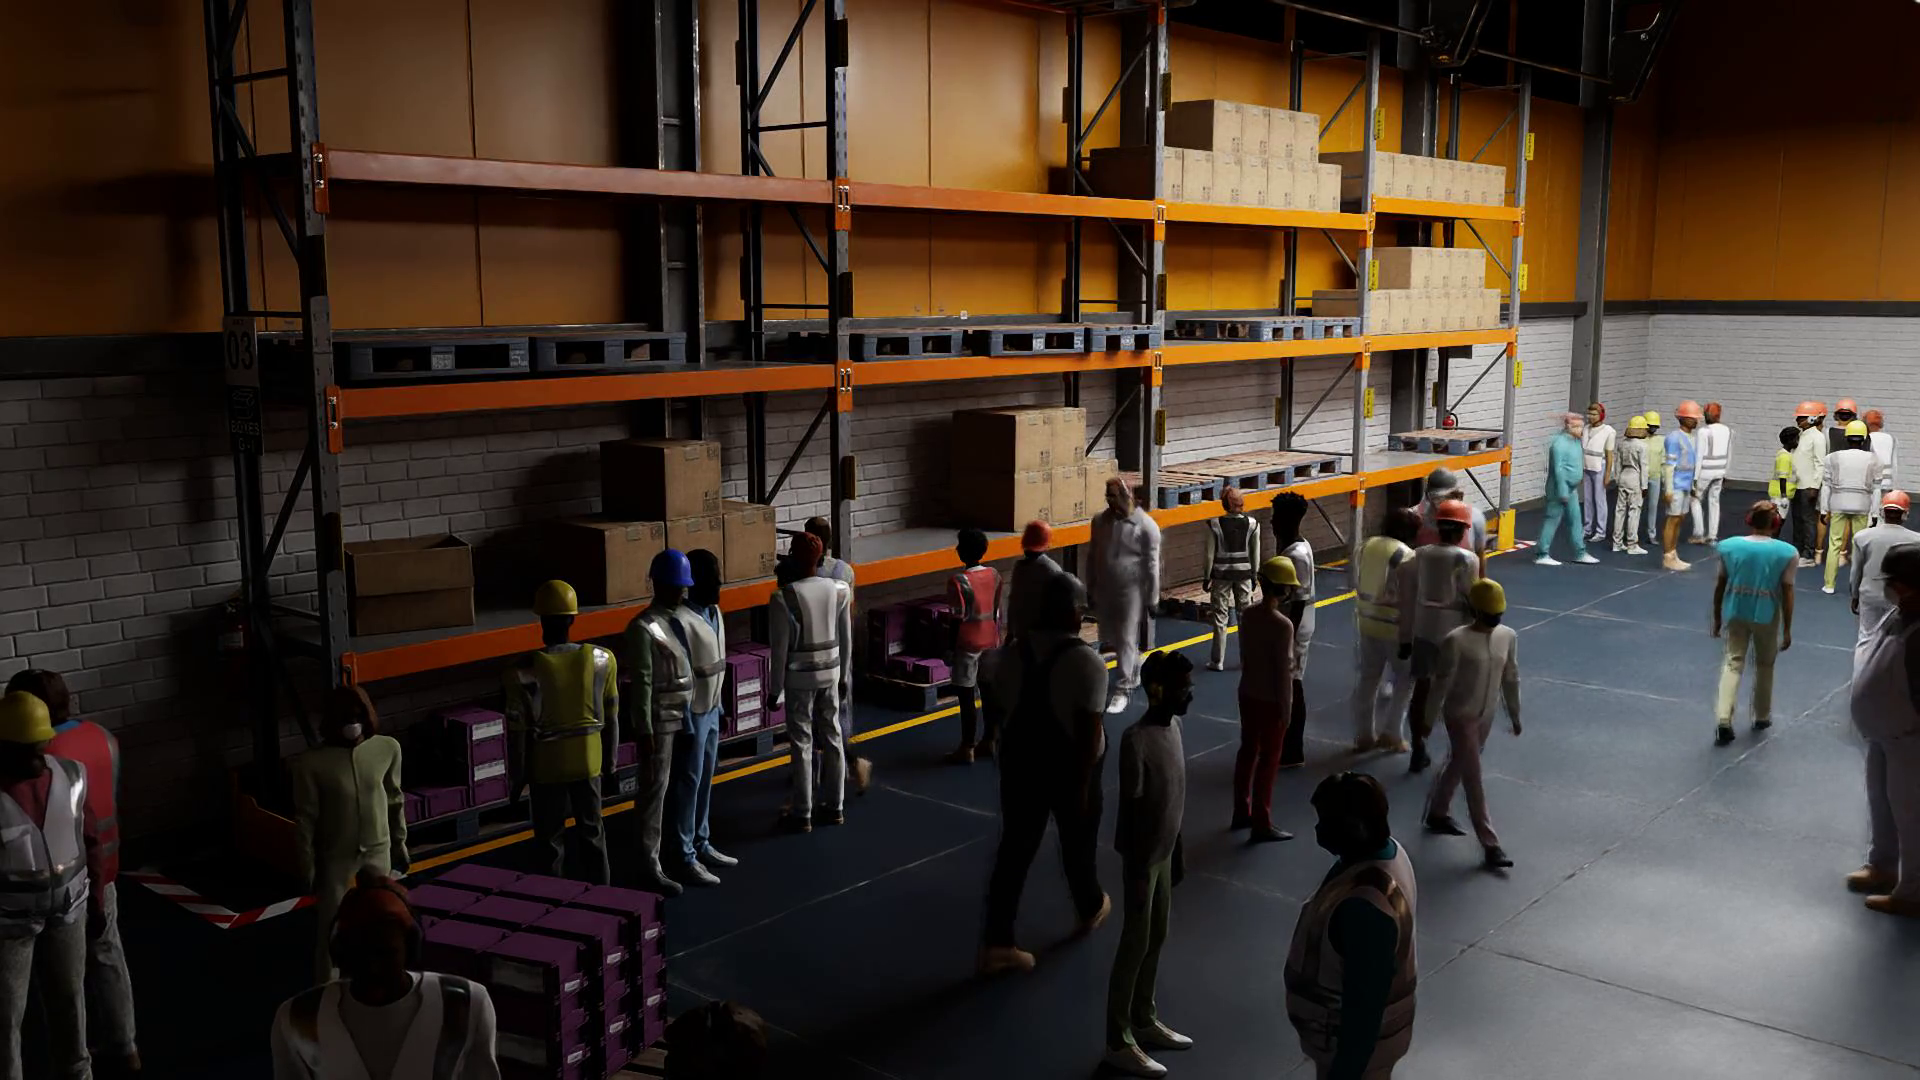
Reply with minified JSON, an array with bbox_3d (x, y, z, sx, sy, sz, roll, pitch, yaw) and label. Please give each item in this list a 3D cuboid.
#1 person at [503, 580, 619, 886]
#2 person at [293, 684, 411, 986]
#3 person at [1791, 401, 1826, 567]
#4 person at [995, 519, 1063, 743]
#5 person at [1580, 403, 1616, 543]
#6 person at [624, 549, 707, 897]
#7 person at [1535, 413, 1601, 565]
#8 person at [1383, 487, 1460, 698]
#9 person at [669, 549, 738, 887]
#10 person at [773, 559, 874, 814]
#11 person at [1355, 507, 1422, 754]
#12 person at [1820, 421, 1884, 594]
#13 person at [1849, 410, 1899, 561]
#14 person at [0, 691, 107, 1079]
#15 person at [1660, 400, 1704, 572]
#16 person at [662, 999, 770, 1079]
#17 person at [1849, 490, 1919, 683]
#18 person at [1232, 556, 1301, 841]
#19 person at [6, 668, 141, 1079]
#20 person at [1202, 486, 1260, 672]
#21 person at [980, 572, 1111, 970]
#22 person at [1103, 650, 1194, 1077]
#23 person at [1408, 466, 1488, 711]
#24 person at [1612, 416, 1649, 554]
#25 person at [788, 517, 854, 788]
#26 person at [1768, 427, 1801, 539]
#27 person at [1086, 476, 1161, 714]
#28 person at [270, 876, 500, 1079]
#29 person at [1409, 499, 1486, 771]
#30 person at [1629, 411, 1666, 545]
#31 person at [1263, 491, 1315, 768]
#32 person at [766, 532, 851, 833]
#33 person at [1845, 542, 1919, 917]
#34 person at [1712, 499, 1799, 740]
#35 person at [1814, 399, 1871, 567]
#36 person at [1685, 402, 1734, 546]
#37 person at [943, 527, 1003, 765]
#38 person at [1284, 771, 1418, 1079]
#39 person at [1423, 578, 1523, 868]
[{"bbox_3d":[-2.024,1.157,8.482,0.586,1.928,0.364,-6,10,-32],"label":"person"},{"bbox_3d":[-2.751,1.447,7.558,0.507,1.631,0.271,-8,12,-41],"label":"person"},{"bbox_3d":[10.184,-0.676,20.080,0.382,1.993,0.622,0,9,1],"label":"person"},{"bbox_3d":[0.527,0.690,12.138,0.316,1.726,0.672,-4,10,-26],"label":"person"},{"bbox_3d":[8.406,-0.887,21.963,0.386,1.836,0.563,-3,9,-20],"label":"person"},{"bbox_3d":[-1.647,1.010,9.371,0.398,1.943,0.615,3,9,18],"label":"person"},{"bbox_3d":[7.353,-0.596,20.011,0.790,1.869,0.681,7,11,37],"label":"person"},{"bbox_3d":[3.882,0.412,13.697,0.988,1.815,0.560,-4,10,-24],"label":"person"},{"bbox_3d":[-1.514,0.996,9.543,0.392,1.920,0.587,2,9,13],"label":"person"},{"bbox_3d":[-0.911,0.933,10.743,0.571,1.672,0.573,-6,11,-35],"label":"person"},{"bbox_3d":[3.129,0.663,12.056,0.512,1.811,0.617,-5,10,-28],"label":"person"},{"bbox_3d":[9.735,-0.345,18.198,0.587,1.920,0.397,4,10,27],"label":"person"},{"bbox_3d":[11.155,-0.651,20.348,0.624,1.869,0.388,-2,9,-11],"label":"person"},{"bbox_3d":[-3.716,1.491,6.664,0.403,1.824,0.593,6,11,35],"label":"person"},{"bbox_3d":[8.576,-0.645,19.740,0.615,2.041,0.393,-8,12,-41],"label":"person"},{"bbox_3d":[-0.497,1.927,3.826,0.351,1.837,0.503,-2,9,-13],"label":"person"},{"bbox_3d":[7.559,0.461,13.554,0.566,1.744,0.350,8,12,40],"label":"person"},{"bbox_3d":[1.907,0.968,10.256,0.354,1.756,0.531,-3,9,-21],"label":"person"},{"bbox_3d":[-3.773,1.439,6.987,0.433,1.834,0.627,2,9,12],"label":"person"},{"bbox_3d":[2.384,0.346,14.627,0.522,1.642,0.306,-1,9,-8],"label":"person"},{"bbox_3d":[0.432,1.108,8.433,0.688,2.000,1.101,6,10,32],"label":"person"},{"bbox_3d":[0.847,1.385,7.245,0.330,1.861,0.506,5,10,29],"label":"person"},{"bbox_3d":[3.942,0.306,13.605,0.701,2.000,0.968,4,10,24],"label":"person"},{"bbox_3d":[8.521,-0.701,21.054,0.323,1.742,0.492,-4,10,-22],"label":"person"},{"bbox_3d":[-0.947,0.758,11.353,0.509,1.839,0.345,-7,11,-38],"label":"person"},{"bbox_3d":[9.972,-0.534,20.161,0.320,1.691,0.535,5,10,29],"label":"person"},{"bbox_3d":[1.332,0.406,13.485,0.658,1.879,0.812,7,11,39],"label":"person"},{"bbox_3d":[-1.530,1.806,4.501,0.592,1.873,0.368,-2,9,-12],"label":"person"},{"bbox_3d":[3.459,0.656,11.827,0.573,1.884,0.909,8,12,43],"label":"person"},{"bbox_3d":[8.939,-0.799,21.636,0.526,1.762,0.340,1,9,5],"label":"person"},{"bbox_3d":[2.325,0.628,11.764,0.366,1.967,0.602,2,9,10],"label":"person"},{"bbox_3d":[-0.941,0.883,10.392,0.573,1.883,0.355,-6,11,-35],"label":"person"},{"bbox_3d":[5.167,1.005,9.096,0.542,2.000,0.723,1,9,8],"label":"person"},{"bbox_3d":[5.951,0.594,12.506,0.583,1.800,0.911,7,11,39],"label":"person"},{"bbox_3d":[10.593,-0.688,20.054,0.613,2.032,0.411,5,10,27],"label":"person"},{"bbox_3d":[9.709,-0.859,21.637,0.628,1.871,0.509,-3,9,-20],"label":"person"},{"bbox_3d":[0.086,0.748,11.850,0.318,1.700,0.535,7,11,40],"label":"person"},{"bbox_3d":[1.291,1.660,5.533,0.429,1.838,0.621,3,9,16],"label":"person"},{"bbox_3d":[3.082,1.045,9.928,0.593,1.693,0.940,-4,10,-24],"label":"person"}]
